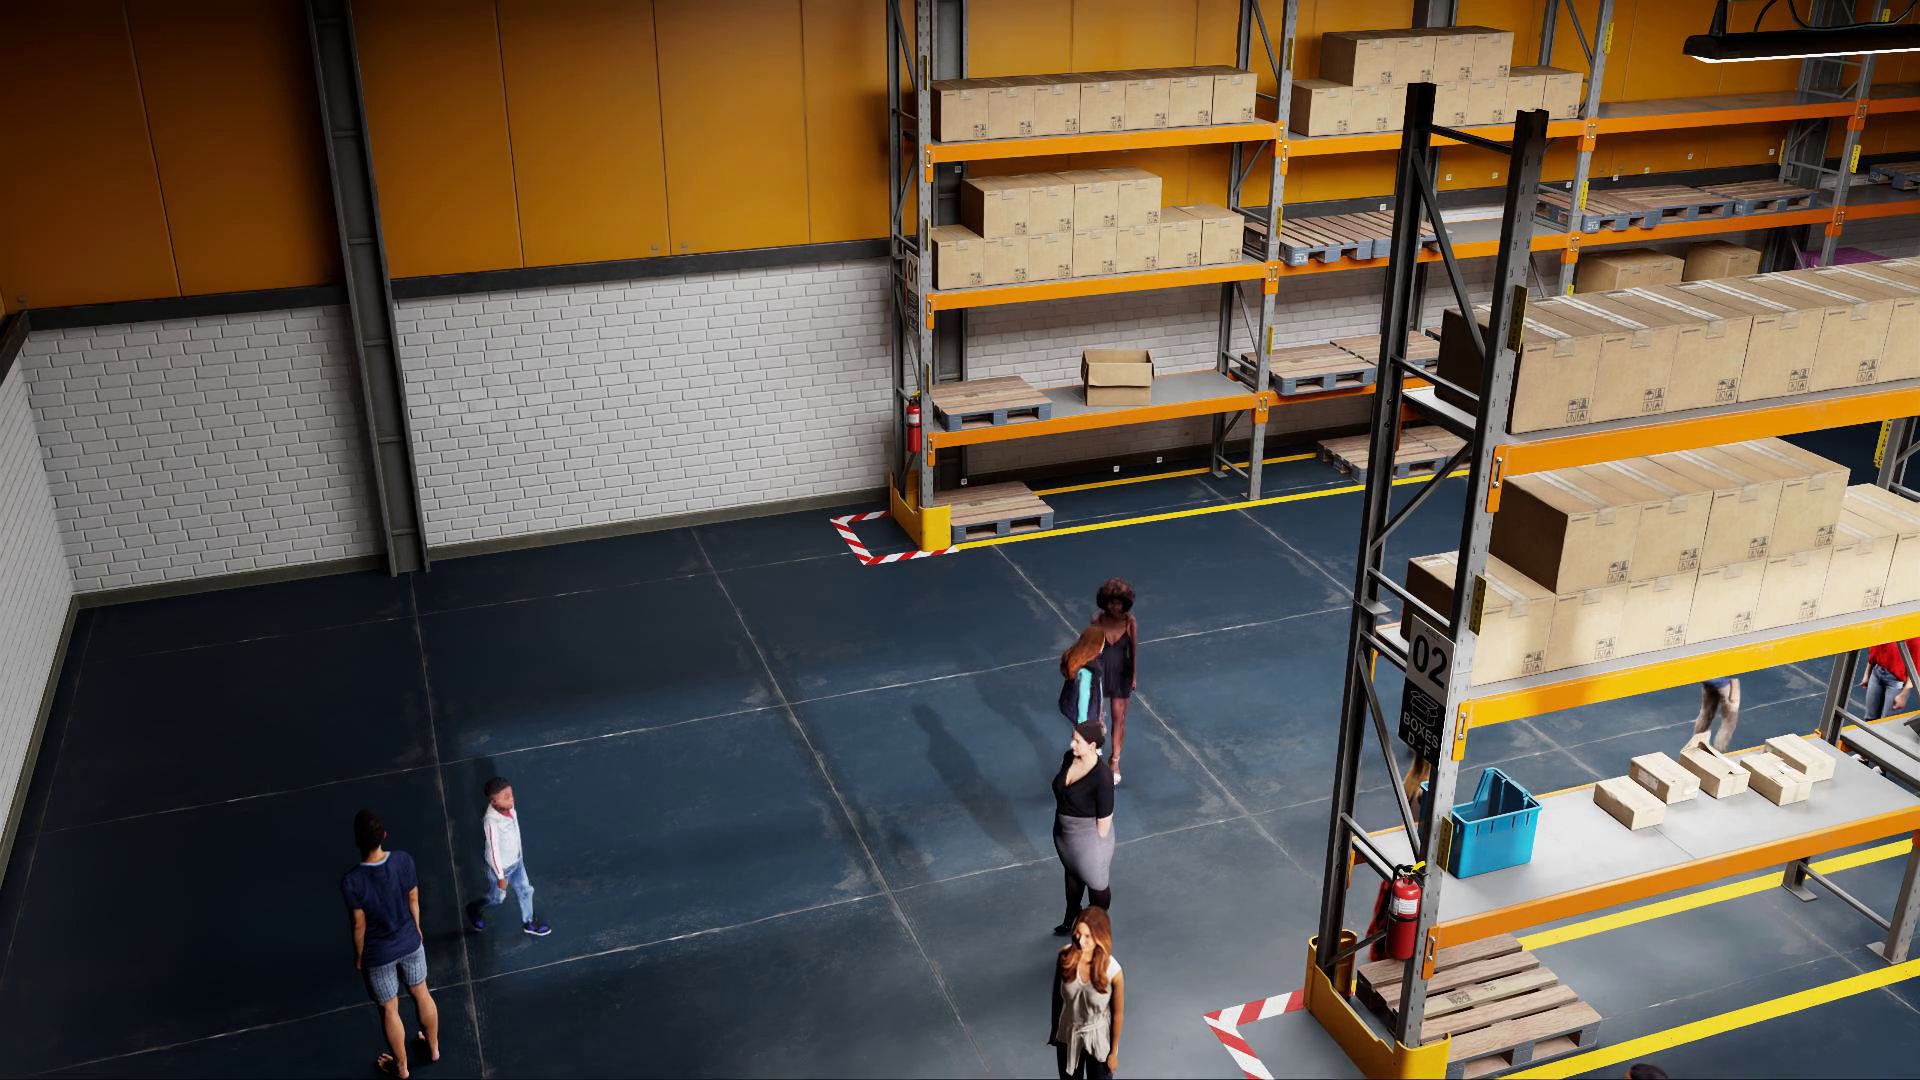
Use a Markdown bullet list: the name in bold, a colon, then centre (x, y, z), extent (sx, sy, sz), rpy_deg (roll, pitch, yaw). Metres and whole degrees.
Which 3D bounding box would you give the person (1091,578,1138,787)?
- **person**: centre (1.217, 1.086, 13.496), extent (0.969, 1.769, 0.874), rpy_deg (0, 24, 1)

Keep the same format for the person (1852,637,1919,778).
- **person**: centre (7.509, 1.150, 13.429), extent (0.507, 1.704, 0.620), rpy_deg (-7, 25, -16)

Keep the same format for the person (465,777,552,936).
- **person**: centre (-3.221, 2.213, 11.574), extent (0.879, 1.243, 0.799), rpy_deg (9, 25, 20)

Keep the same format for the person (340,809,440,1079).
- **person**: centre (-3.493, 2.480, 10.206), extent (0.632, 1.849, 0.756), rpy_deg (-21, 31, -39)

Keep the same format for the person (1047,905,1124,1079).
- **person**: centre (0.726, 2.842, 9.458), extent (0.667, 1.785, 0.709), rpy_deg (13, 27, 28)

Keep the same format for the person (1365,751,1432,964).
- **person**: centre (3.025, 2.103, 11.134), extent (0.762, 1.798, 0.728), rpy_deg (4, 24, 8)

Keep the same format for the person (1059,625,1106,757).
- **person**: centre (0.910, 1.374, 13.198), extent (0.695, 1.481, 0.680), rpy_deg (3, 24, 8)

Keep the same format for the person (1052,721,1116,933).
- **person**: centre (0.859, 2.008, 11.398), extent (0.699, 1.760, 0.726), rpy_deg (-15, 28, -31)
